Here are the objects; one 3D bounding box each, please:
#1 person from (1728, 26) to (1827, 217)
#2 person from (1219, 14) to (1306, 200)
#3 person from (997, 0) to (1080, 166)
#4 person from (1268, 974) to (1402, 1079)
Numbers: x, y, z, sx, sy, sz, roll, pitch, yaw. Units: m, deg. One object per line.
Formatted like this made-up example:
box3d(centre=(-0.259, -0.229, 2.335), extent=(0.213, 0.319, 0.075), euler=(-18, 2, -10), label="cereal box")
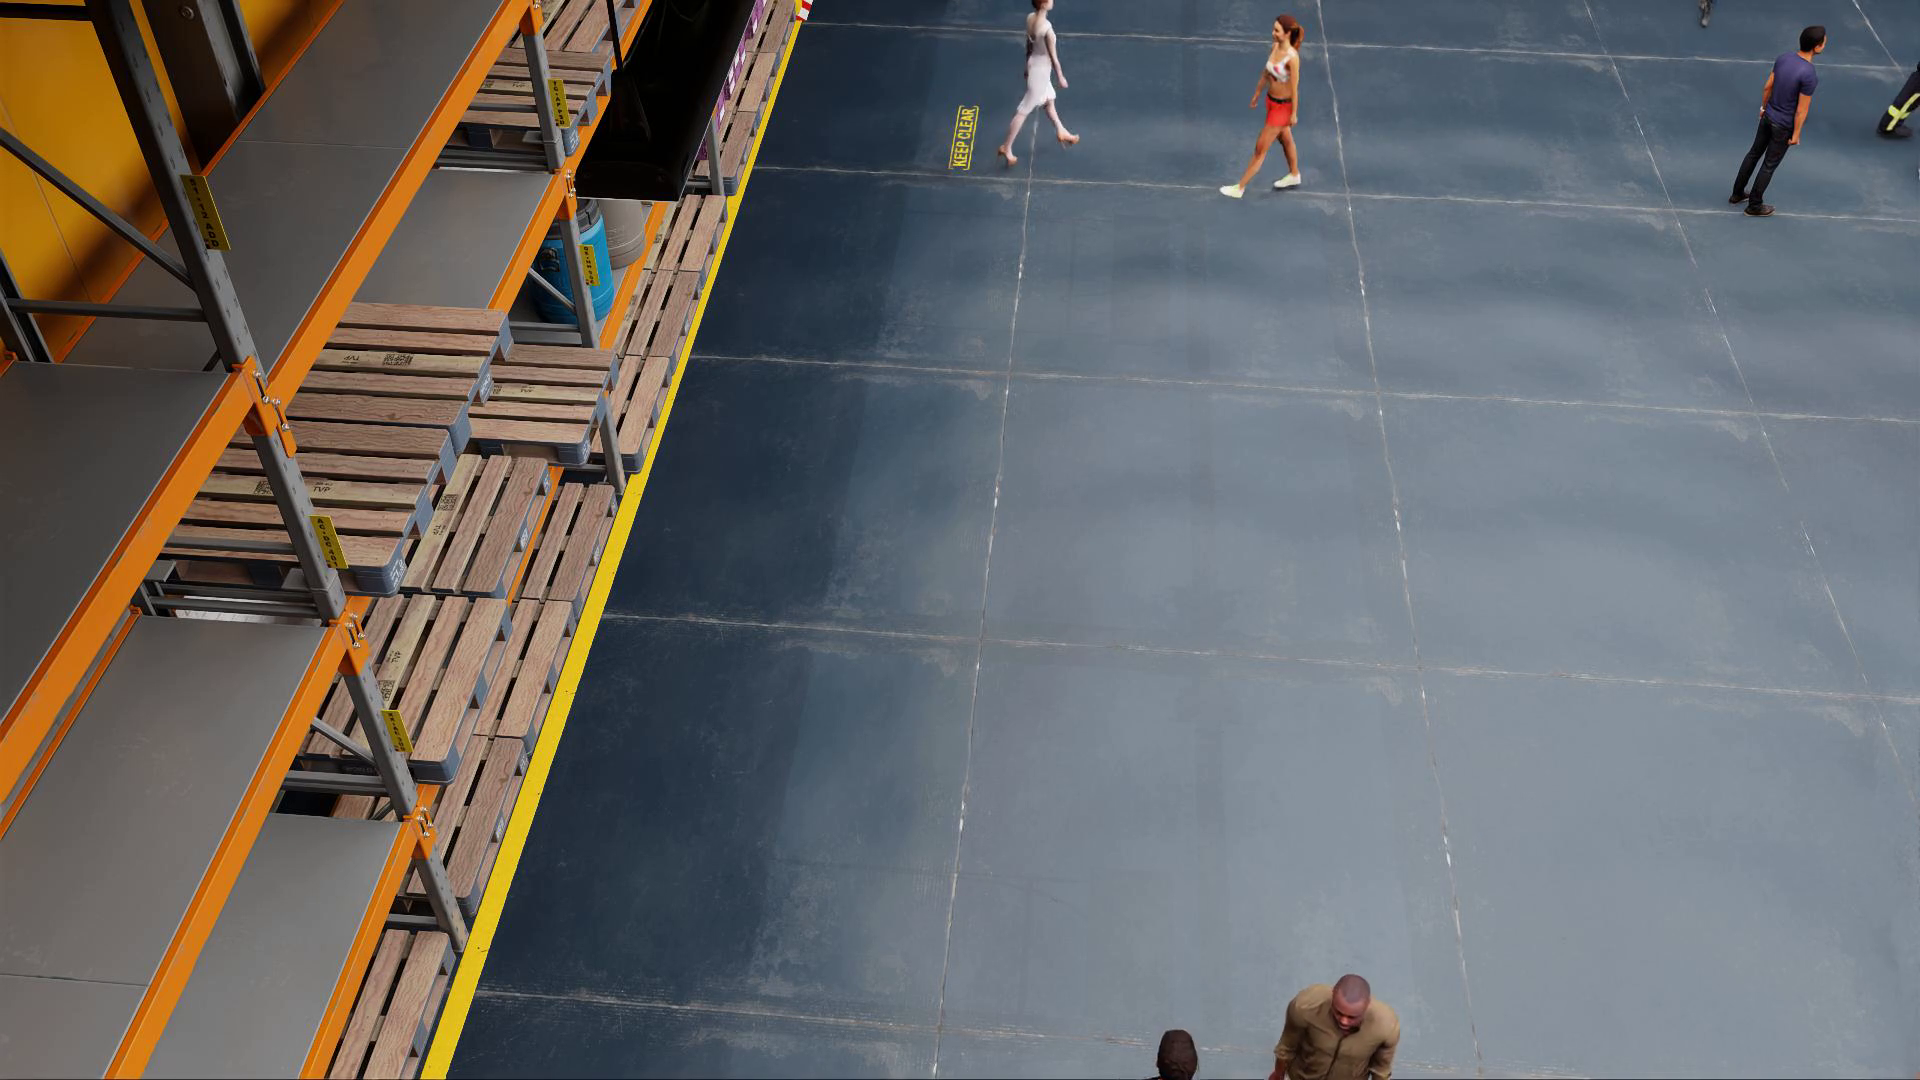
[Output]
box3d(centre=(7.330, -3.762, 14.896), extent=(0.778, 1.791, 0.619), euler=(-14, 45, -15), label="person")
box3d(centre=(2.979, -3.926, 15.099), extent=(0.941, 1.748, 1.124), euler=(-13, 45, -13), label="person")
box3d(centre=(0.626, -4.255, 15.448), extent=(0.929, 1.744, 1.097), euler=(-13, 45, -13), label="person")
box3d(centre=(1.821, 2.588, 8.227), extent=(0.818, 1.795, 0.978), euler=(11, 45, 11), label="person")
